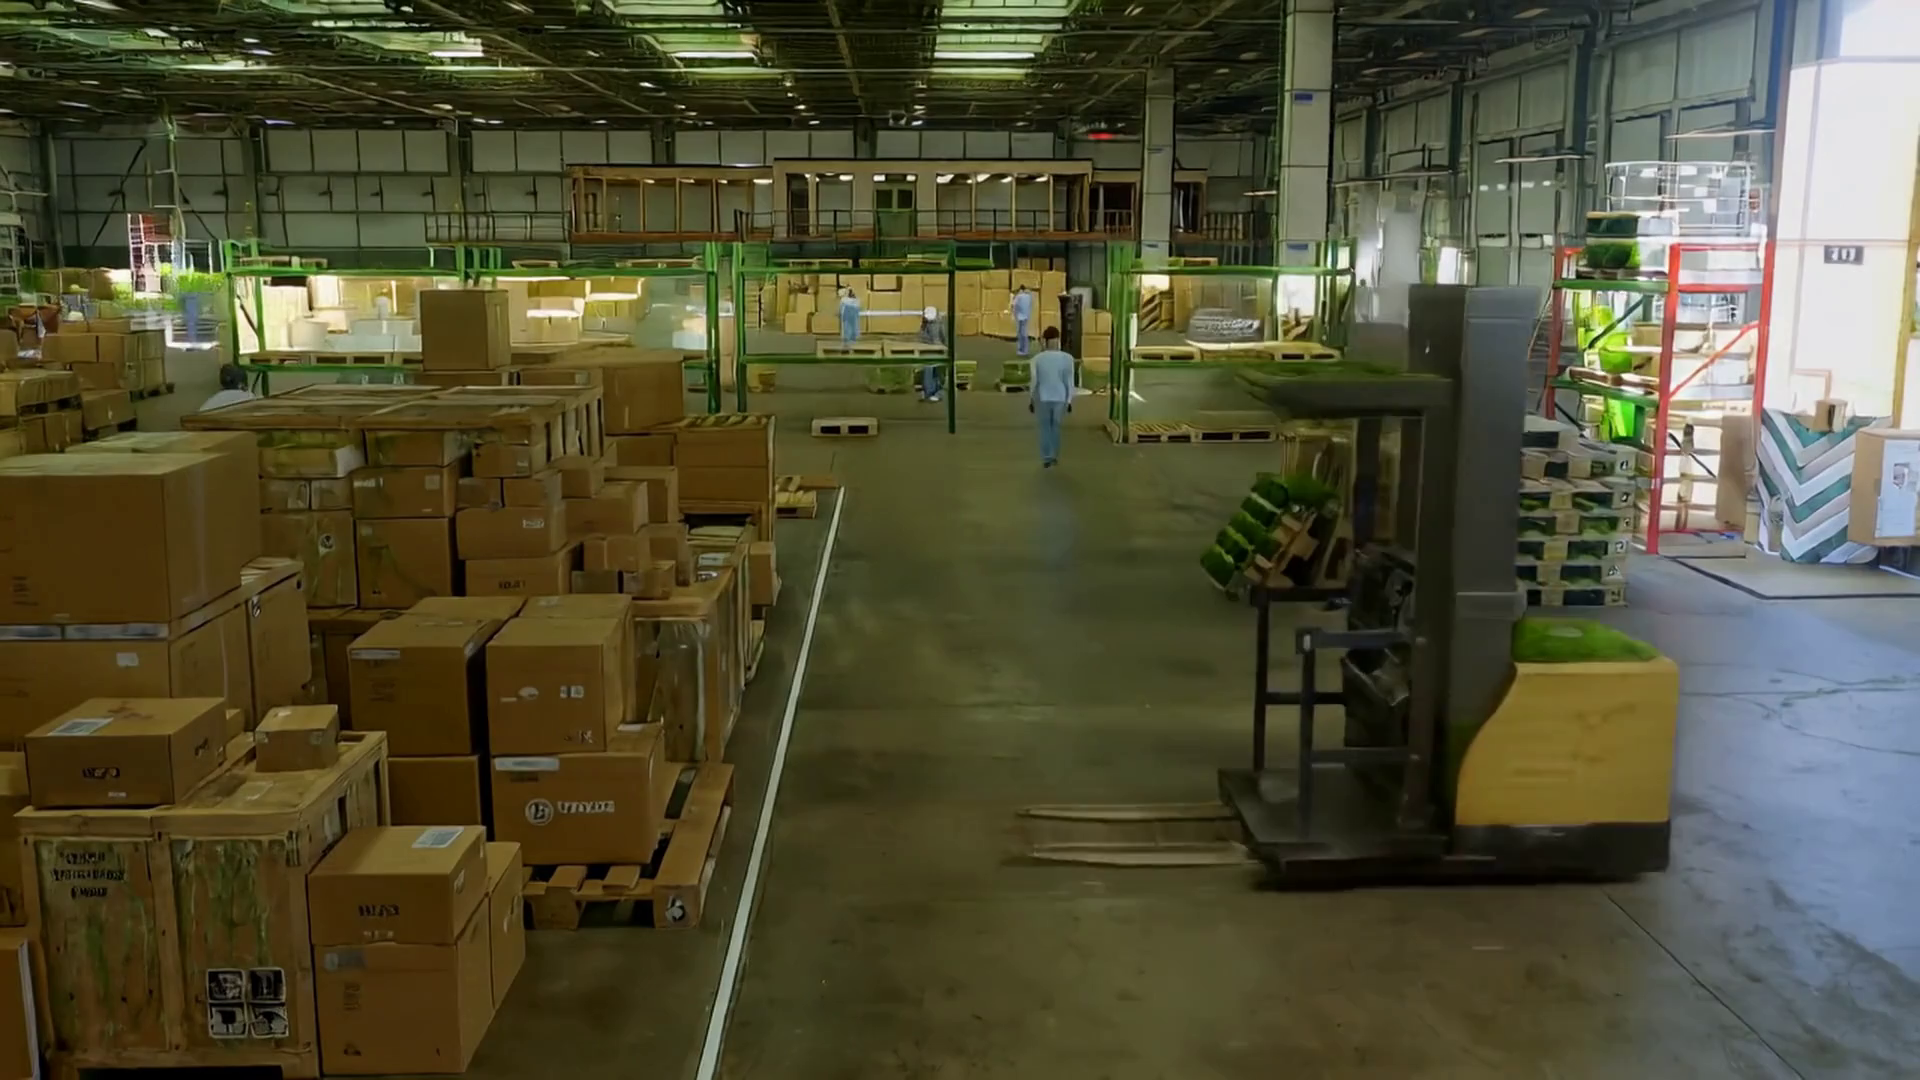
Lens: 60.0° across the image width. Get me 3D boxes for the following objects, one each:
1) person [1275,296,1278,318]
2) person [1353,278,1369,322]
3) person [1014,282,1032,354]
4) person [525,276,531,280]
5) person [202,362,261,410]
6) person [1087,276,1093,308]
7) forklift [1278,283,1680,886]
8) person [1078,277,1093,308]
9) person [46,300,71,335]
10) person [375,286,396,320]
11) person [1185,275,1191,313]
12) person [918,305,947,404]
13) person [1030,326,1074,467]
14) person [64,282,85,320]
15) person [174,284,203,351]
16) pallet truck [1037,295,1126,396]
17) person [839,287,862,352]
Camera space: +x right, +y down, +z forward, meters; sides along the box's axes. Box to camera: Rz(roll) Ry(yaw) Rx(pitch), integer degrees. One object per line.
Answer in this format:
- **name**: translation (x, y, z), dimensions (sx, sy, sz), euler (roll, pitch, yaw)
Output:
- **person**: translation (7.425, -4.804, 38.389), dimensions (0.360, 1.930, 0.589), euler (-7, 12, -34)
- **person**: translation (13.697, -8.084, 57.011), dimensions (0.626, 1.798, 0.941), euler (-7, 12, -35)
- **person**: translation (1.674, -6.006, 45.066), dimensions (0.550, 1.935, 0.375), euler (-7, 12, -34)
- **person**: translation (-16.218, -9.135, 62.861), dimensions (0.508, 1.819, 0.823), euler (-7, 12, -32)
- **person**: translation (-6.671, -0.687, 15.444), dimensions (0.660, 1.929, 0.419), euler (1, 10, 5)
- **person**: translation (4.767, -8.960, 62.064), dimensions (0.323, 1.742, 0.492), euler (7, 12, 33)
- **forklift**: translation (2.428, 0.159, 8.094), dimensions (1.873, 2.768, 1.129), euler (0, 10, -2)
- **person**: translation (4.292, -8.059, 56.817), dimensions (0.578, 1.832, 0.983), euler (6, 12, 32)
- **person**: translation (-19.544, -4.302, 35.987), dimensions (1.010, 1.807, 0.549), euler (10, 14, 44)
- **person**: translation (-16.793, -6.551, 48.649), dimensions (0.529, 1.750, 0.591), euler (0, 10, 0)
- **person**: translation (9.703, -10.721, 71.172), dimensions (0.379, 1.996, 0.611), euler (2, 10, 9)
- **person**: translation (-0.550, -3.473, 31.218), dimensions (0.627, 1.846, 0.429), euler (-8, 13, -39)
- **person**: translation (1.240, -1.942, 22.539), dimensions (0.591, 1.904, 0.817), euler (0, 10, 1)
- **person**: translation (-23.861, -5.978, 44.910), dimensions (0.547, 1.938, 0.379), euler (1, 10, 3)
- **person**: translation (-21.553, -6.225, 46.493), dimensions (0.571, 1.872, 1.051), euler (3, 11, 18)
- **pallet truck**: translation (2.483, -3.881, 33.060), dimensions (1.885, 1.965, 0.823), euler (-7, 13, -36)
- **person**: translation (-2.757, -5.442, 42.059), dimensions (0.631, 1.897, 1.012), euler (-7, 12, -35)
